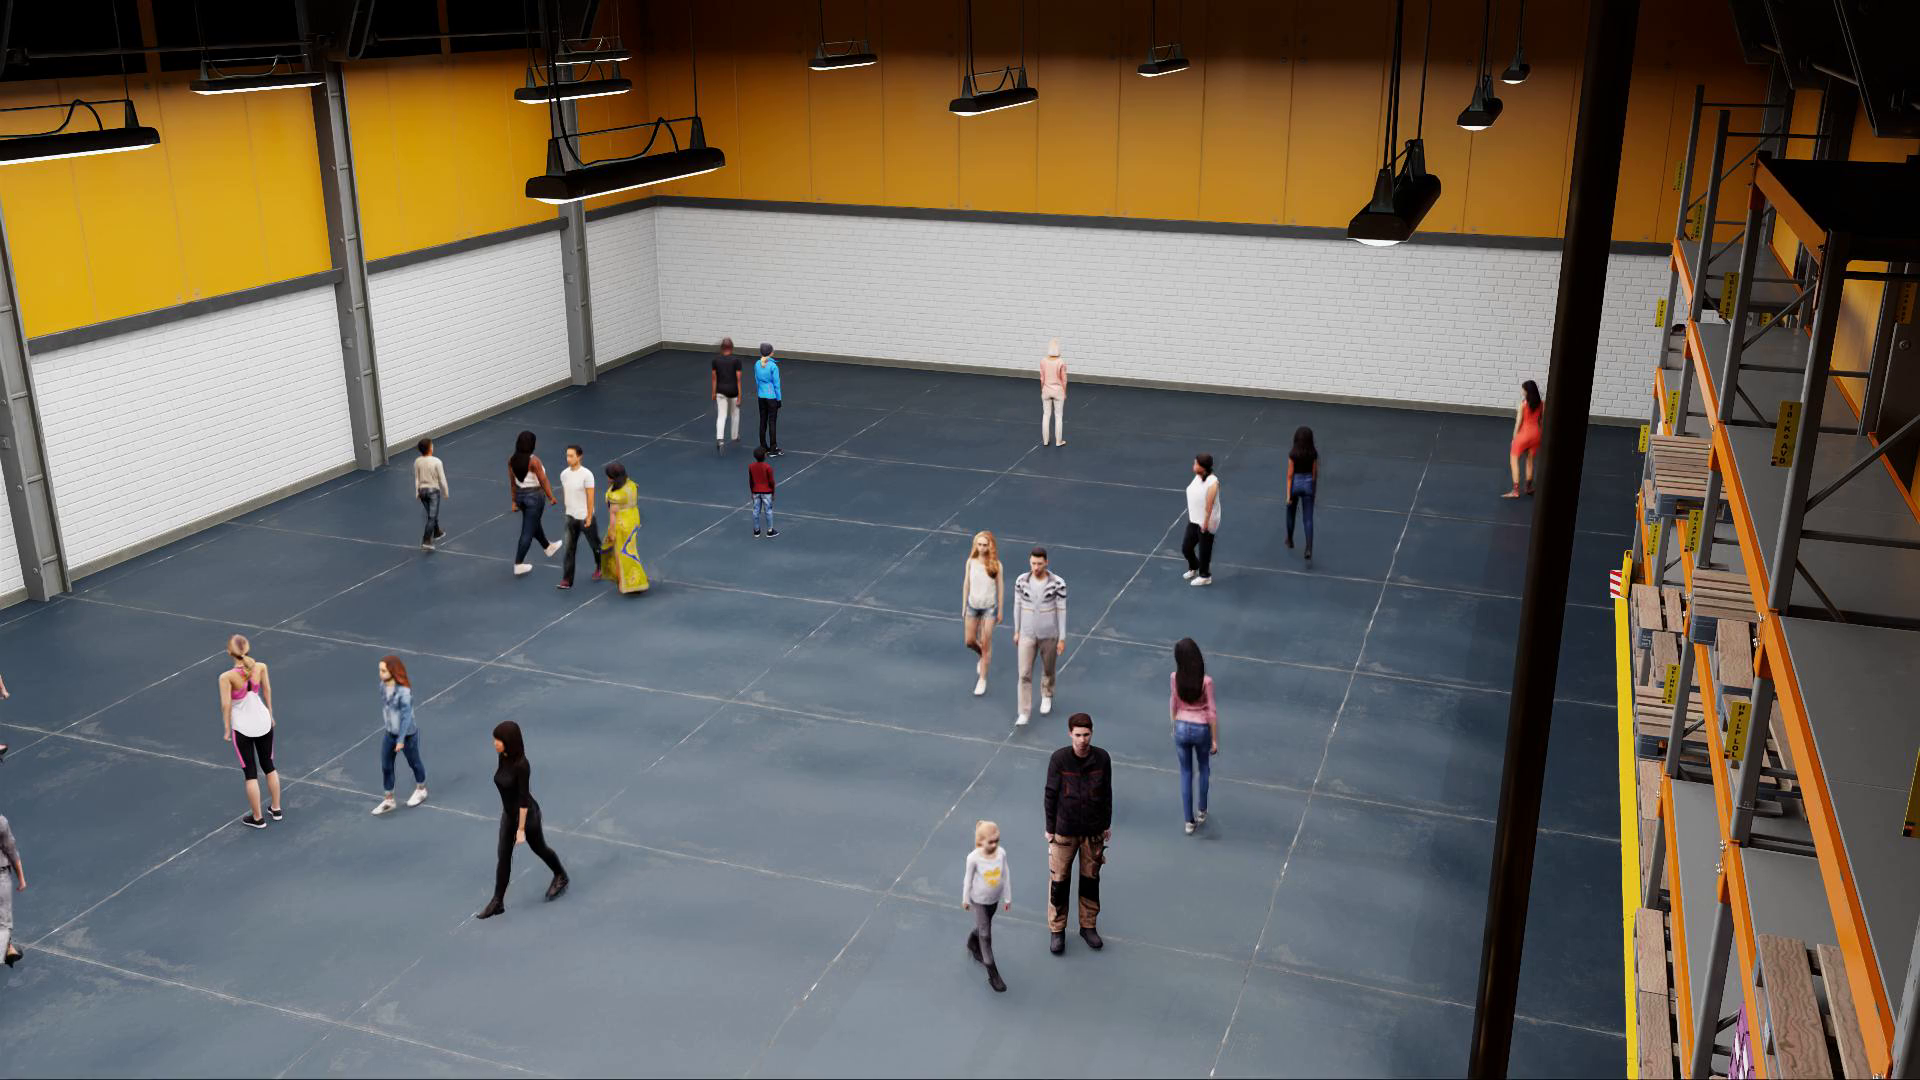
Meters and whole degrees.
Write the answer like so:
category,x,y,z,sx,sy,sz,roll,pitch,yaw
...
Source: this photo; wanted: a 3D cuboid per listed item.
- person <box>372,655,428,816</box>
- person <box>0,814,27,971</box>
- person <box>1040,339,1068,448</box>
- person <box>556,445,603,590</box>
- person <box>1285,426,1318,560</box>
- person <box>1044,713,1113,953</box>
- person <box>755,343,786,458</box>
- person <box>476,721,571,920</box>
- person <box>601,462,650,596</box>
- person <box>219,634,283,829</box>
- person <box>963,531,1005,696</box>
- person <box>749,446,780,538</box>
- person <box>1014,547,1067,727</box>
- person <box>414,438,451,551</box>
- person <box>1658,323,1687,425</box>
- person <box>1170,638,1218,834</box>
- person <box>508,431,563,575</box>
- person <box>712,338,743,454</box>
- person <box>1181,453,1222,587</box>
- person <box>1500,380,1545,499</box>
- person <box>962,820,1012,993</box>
category,x,y,z,sx,sy,sz,roll,pitch,yaw
person,-4.947,1.704,14.904,0.614,1.456,0.807,9,21,25
person,-7.102,2.550,12.090,0.949,1.649,1.145,-3,19,-9
person,1.489,-2.359,26.549,0.595,1.725,0.512,6,20,18
person,-4.580,-0.296,20.374,0.666,1.755,1.124,6,19,17
person,4.405,-0.568,21.273,0.901,1.698,1.247,-1,19,-3
person,0.902,2.206,12.679,0.791,1.925,0.790,-3,19,-9
person,-2.995,-2.198,25.956,0.667,1.797,0.610,13,22,33
person,-3.421,2.184,13.243,0.830,1.606,1.142,15,24,37
person,-3.961,-0.132,20.093,0.817,1.625,0.891,5,19,14
person,-6.187,1.655,14.532,0.724,1.787,0.567,14,23,36
person,0.253,0.717,17.371,0.617,1.751,0.813,5,19,15
person,-2.642,-0.653,22.221,0.515,1.254,0.515,5,19,14
person,0.819,0.922,16.663,0.814,1.816,1.185,4,19,12
person,-6.950,-0.576,21.699,0.682,1.441,1.035,4,19,10
person,11.598,-2.618,27.120,0.746,1.851,0.522,4,19,11
person,2.023,1.713,14.473,0.599,1.716,0.670,11,22,30
person,-5.434,-0.427,20.766,0.822,1.753,1.237,12,22,31
person,-3.672,-2.249,26.149,0.898,1.770,1.311,1,19,3
person,3.025,-0.263,20.397,0.832,1.678,0.754,-6,19,-17
person,8.179,-1.446,23.868,0.902,1.704,0.931,-2,19,-6
person,0.167,2.652,12.424,0.888,1.242,0.909,-10,21,-27
